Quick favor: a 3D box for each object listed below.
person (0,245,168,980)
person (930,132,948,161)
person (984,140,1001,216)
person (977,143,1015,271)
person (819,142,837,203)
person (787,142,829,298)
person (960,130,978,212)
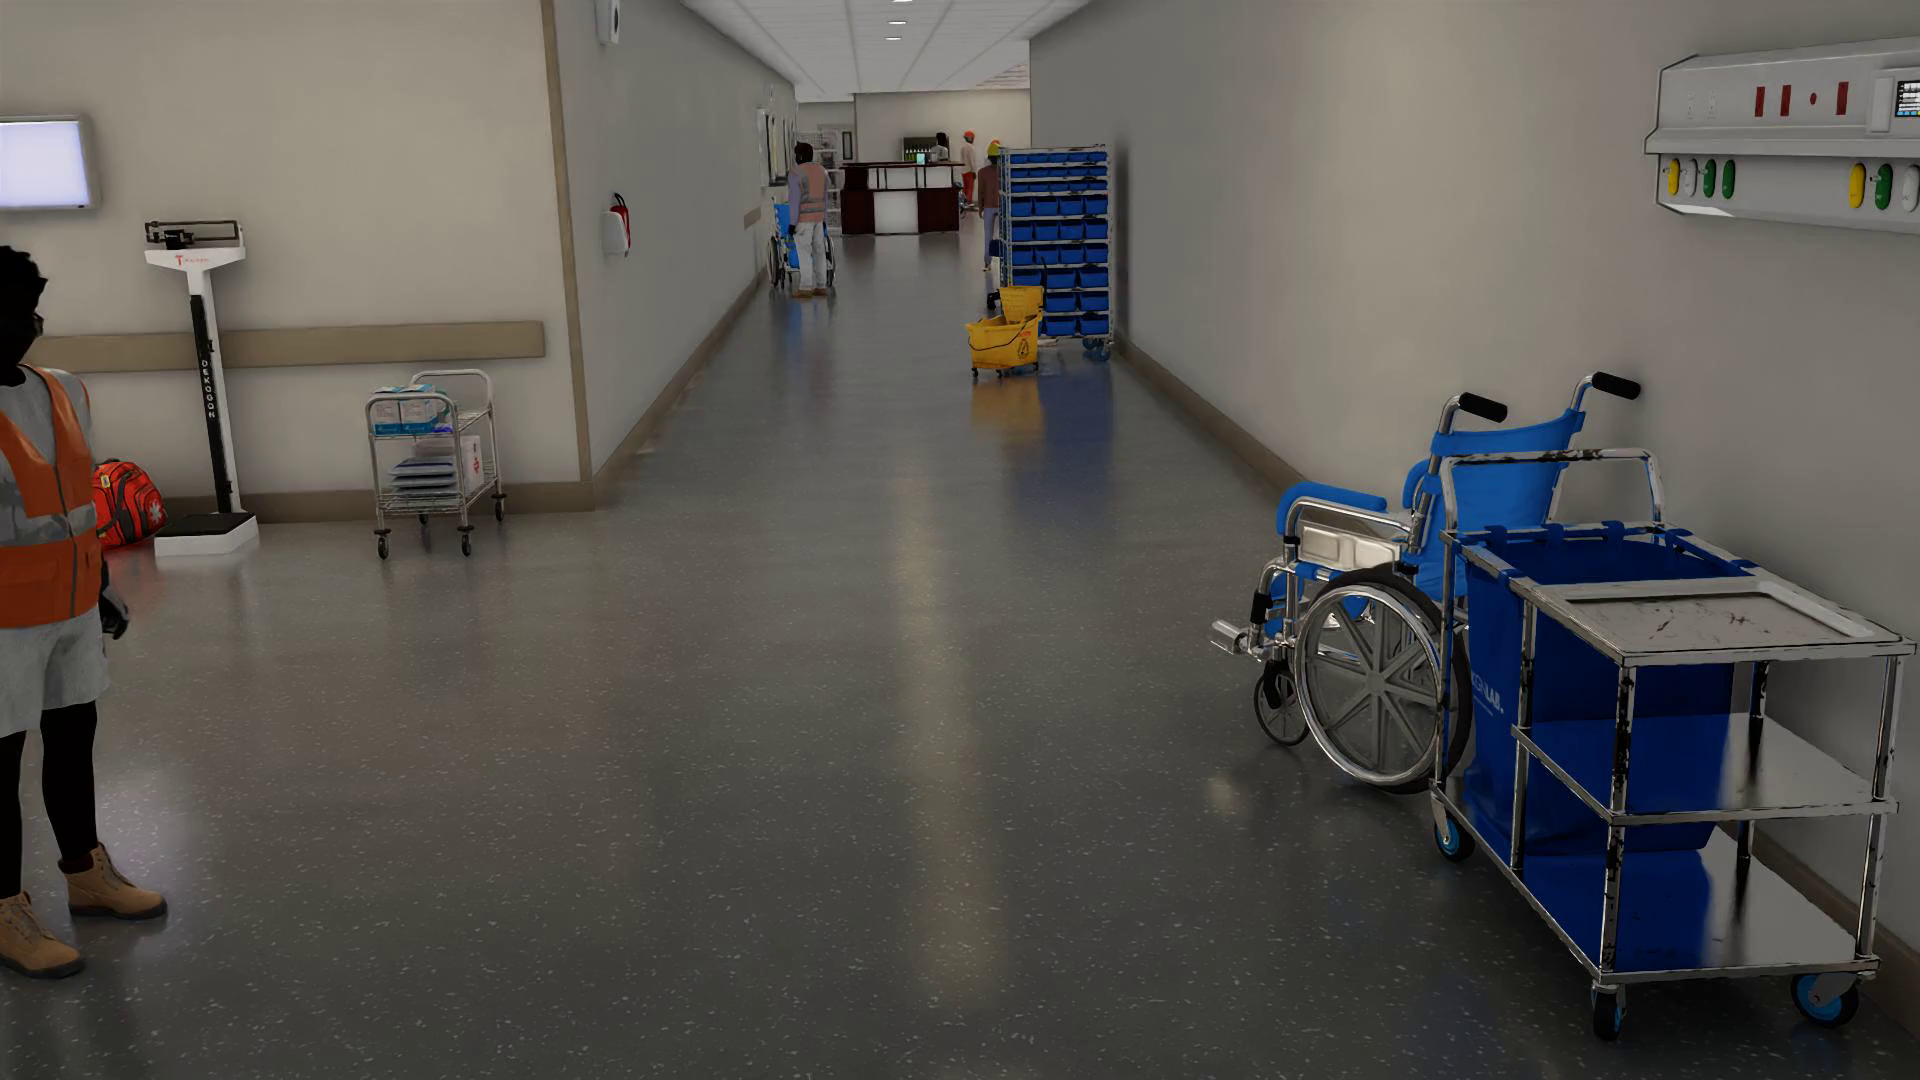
[{"bbox_3d":[-2.184,0.161,3.903,0.321,1.694,0.535,2,14,14],"label":"person"},{"bbox_3d":[-0.464,-8.917,40.440,0.364,1.964,0.612,-13,18,-39],"label":"person"},{"bbox_3d":[0.814,-8.399,38.627,0.564,1.743,0.351,-13,18,-40],"label":"person"},{"bbox_3d":[0.502,-4.607,23.059,0.522,1.758,0.350,1,14,11],"label":"person"},{"bbox_3d":[-3.883,-10.734,48.735,0.539,1.777,0.854,-1,14,3],"label":"person"},{"bbox_3d":[-1.840,-3.836,19.983,0.429,1.843,0.633,9,17,37],"label":"person"},{"bbox_3d":[0.227,-9.128,41.198,0.414,1.987,0.612,-8,15,-24],"label":"person"}]
